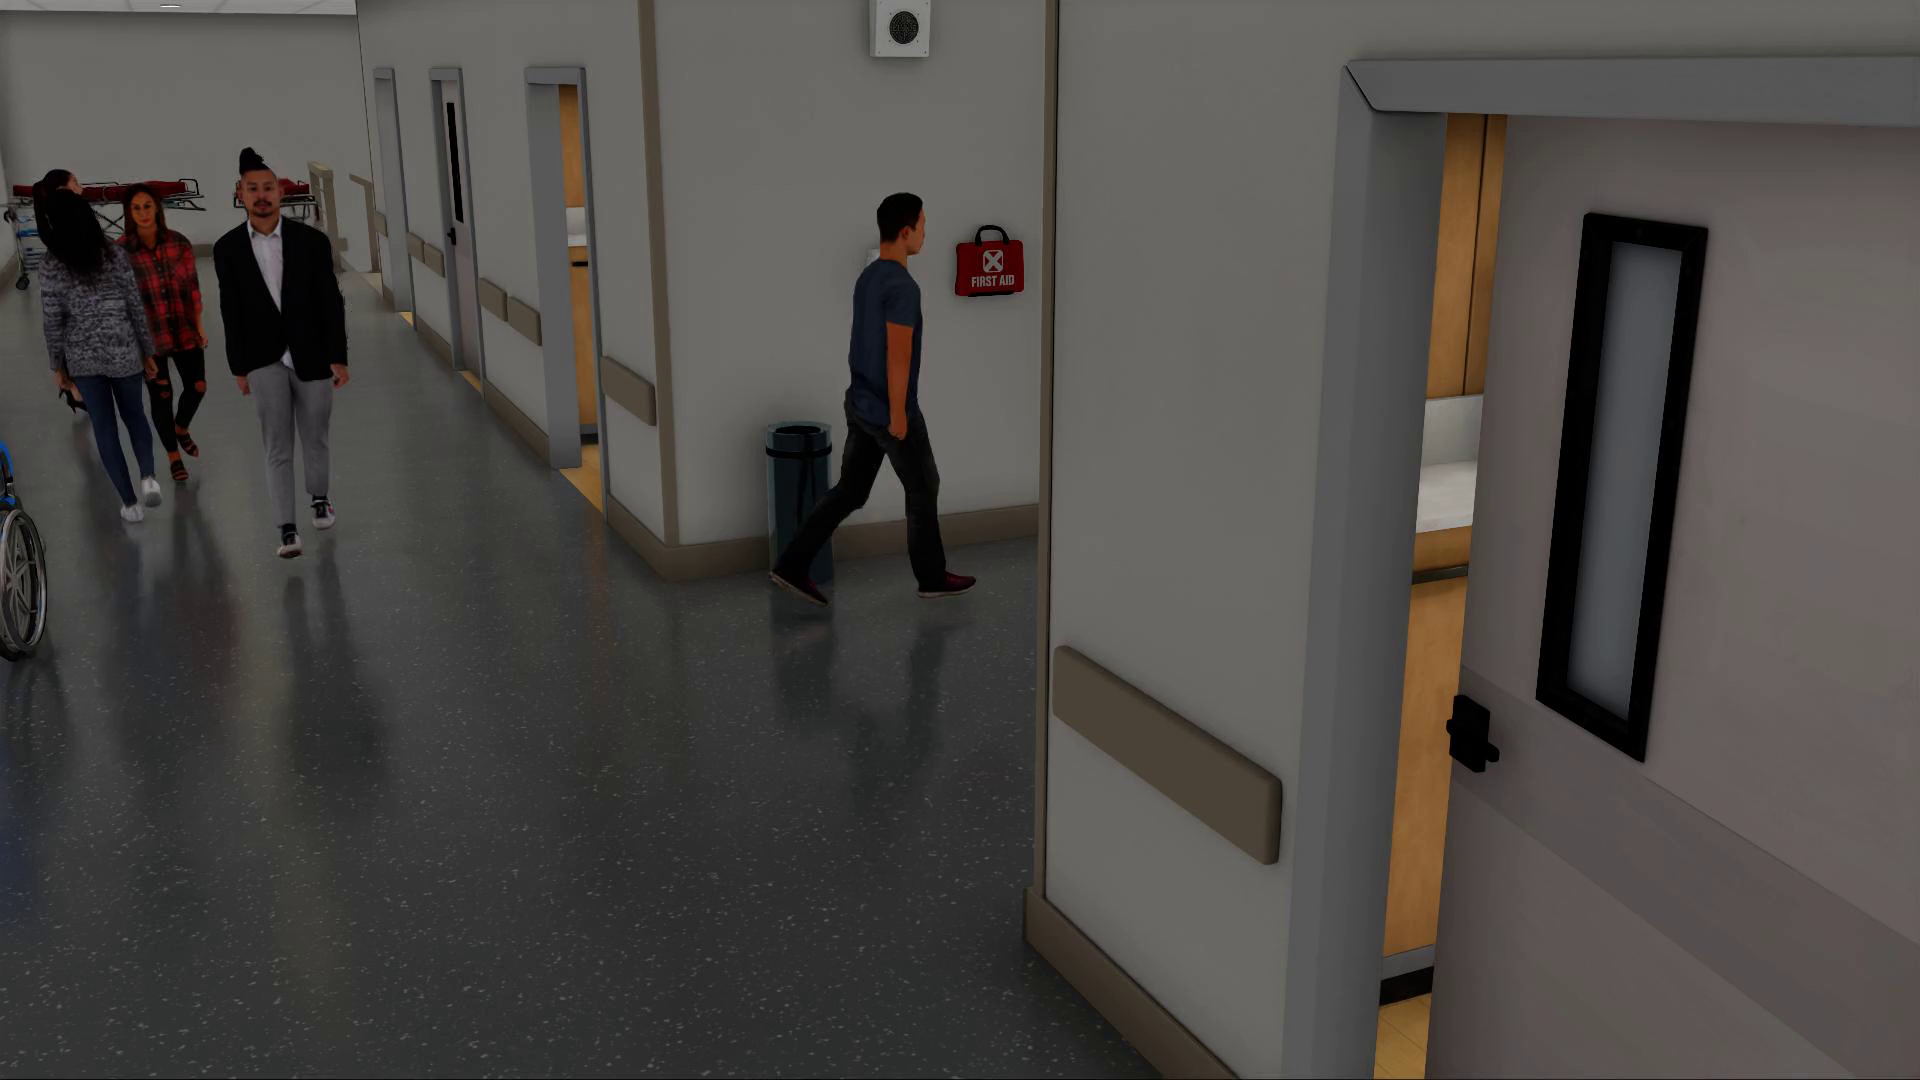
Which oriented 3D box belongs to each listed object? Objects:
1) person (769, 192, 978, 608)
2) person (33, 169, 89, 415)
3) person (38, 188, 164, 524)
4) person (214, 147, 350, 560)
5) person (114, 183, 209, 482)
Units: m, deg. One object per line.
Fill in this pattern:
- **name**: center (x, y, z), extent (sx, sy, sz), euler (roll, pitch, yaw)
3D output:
- **person**: center (-0.422, -0.537, 7.083), extent (0.734, 1.757, 1.073), euler (-7, 17, -22)
- **person**: center (-6.103, -1.656, 11.253), extent (0.715, 1.649, 0.564), euler (-10, 18, -31)
- **person**: center (-4.356, -0.906, 8.472), extent (0.711, 1.715, 0.710), euler (-11, 19, -34)
- **person**: center (-3.246, -0.893, 8.086), extent (0.812, 1.900, 1.283), euler (-5, 17, -18)
- **person**: center (-4.549, -1.174, 9.480), extent (0.739, 1.684, 0.866), euler (-14, 21, -41)
